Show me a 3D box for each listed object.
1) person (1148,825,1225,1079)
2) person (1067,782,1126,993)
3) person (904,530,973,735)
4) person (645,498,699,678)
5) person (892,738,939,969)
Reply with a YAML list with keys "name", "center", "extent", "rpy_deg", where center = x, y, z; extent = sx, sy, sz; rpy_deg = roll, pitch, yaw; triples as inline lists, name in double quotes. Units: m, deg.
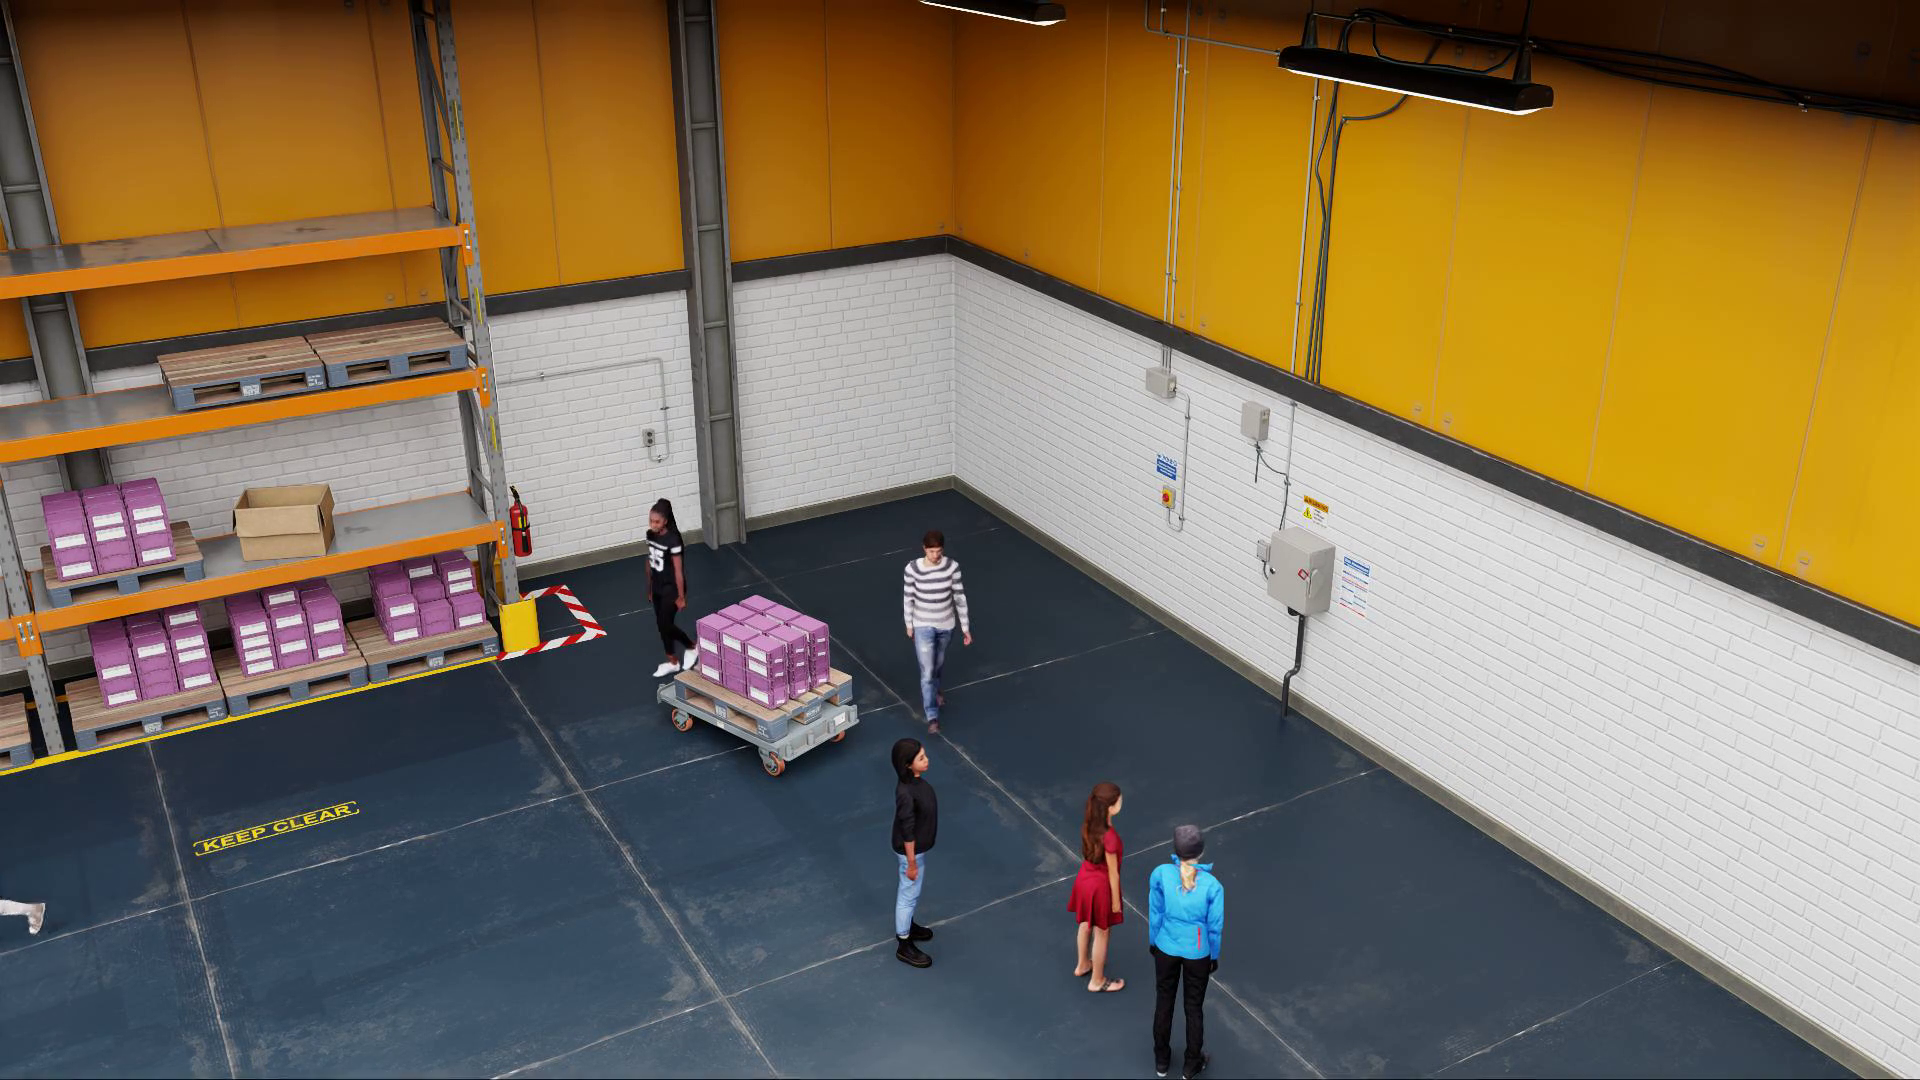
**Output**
- name: "person"
  center: [1.382, 2.553, 10.304]
  extent: [0.693, 1.799, 0.722]
  rpy_deg: [9, 25, 20]
- name: "person"
  center: [0.931, 2.311, 11.166]
  extent: [0.607, 1.552, 0.551]
  rpy_deg: [-11, 26, -24]
- name: "person"
  center: [-0.252, 0.710, 14.525]
  extent: [1.166, 1.795, 0.962]
  rpy_deg: [-7, 25, -17]
- name: "person"
  center: [-2.605, 0.432, 15.241]
  extent: [0.732, 1.731, 0.785]
  rpy_deg: [21, 31, 39]
- name: "person"
  center: [-0.336, 2.113, 11.433]
  extent: [0.690, 1.701, 0.662]
  rpy_deg: [1, 24, 2]
